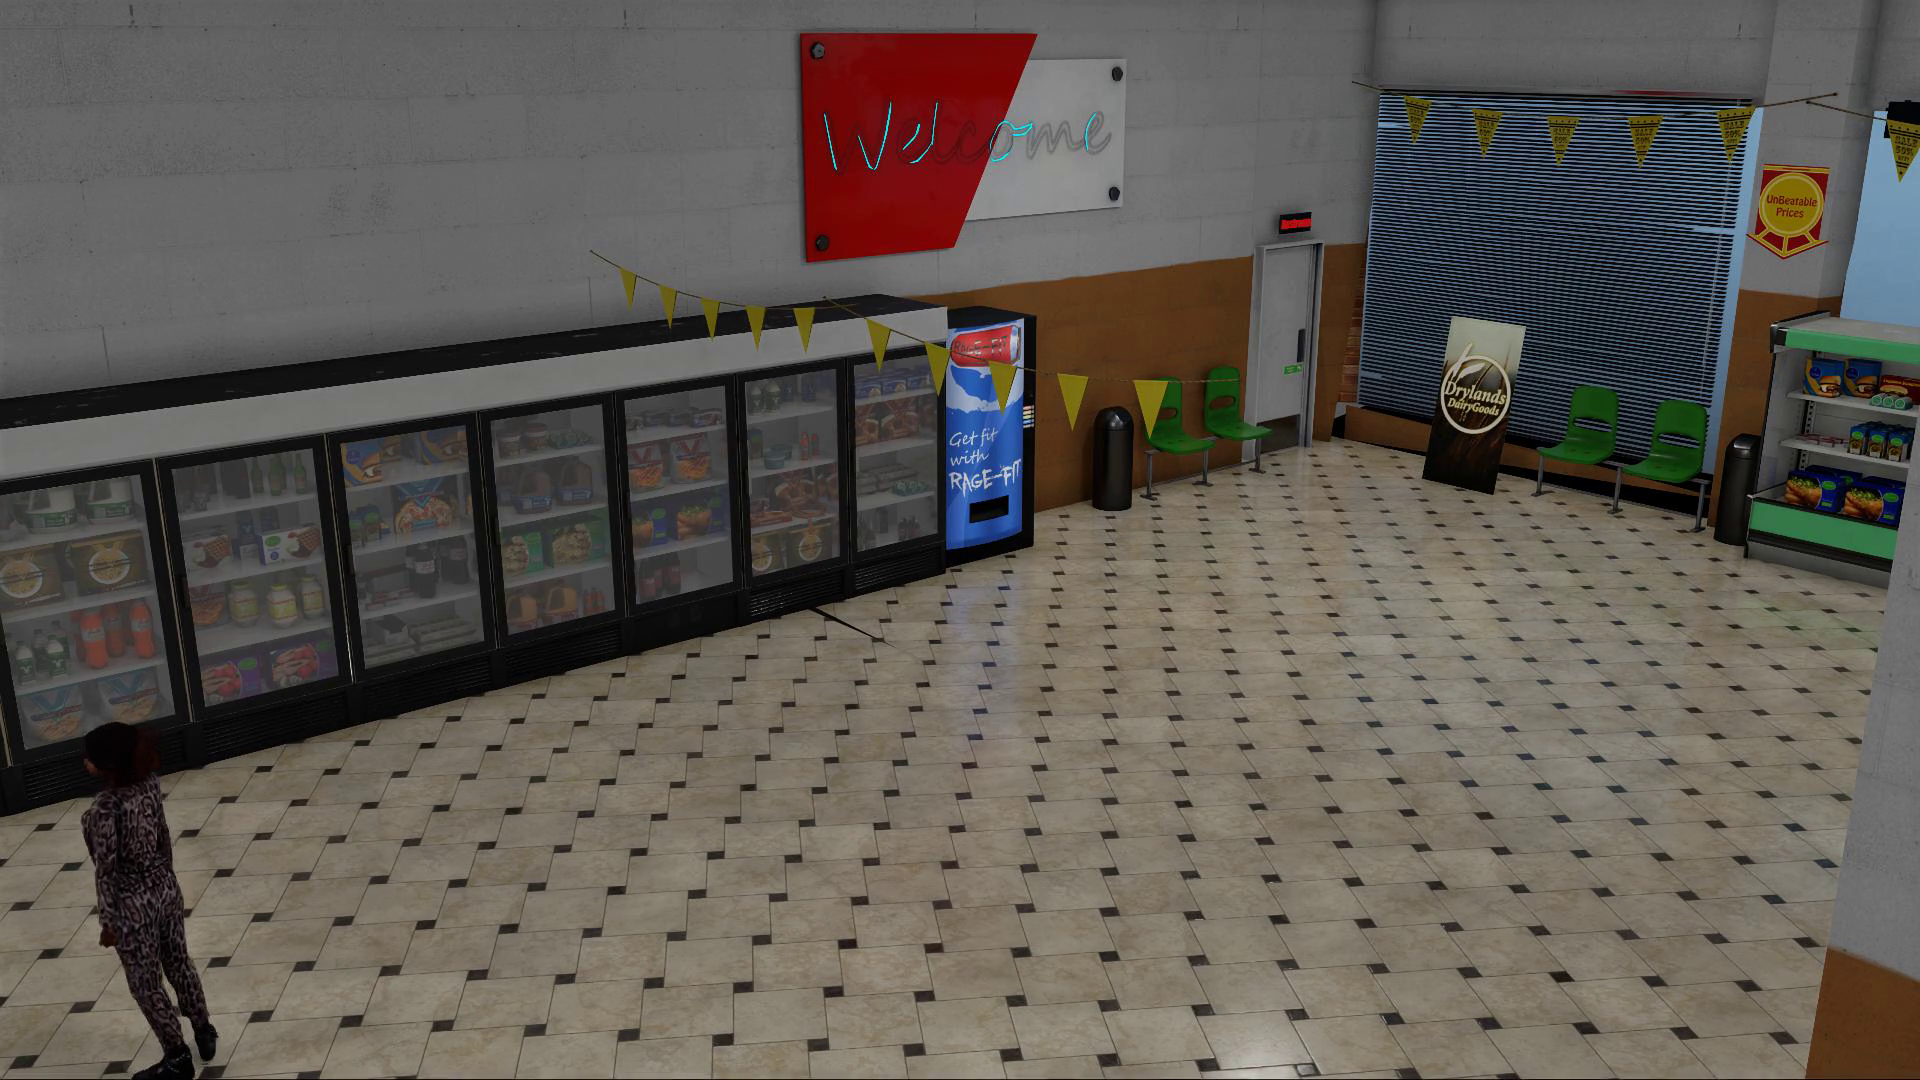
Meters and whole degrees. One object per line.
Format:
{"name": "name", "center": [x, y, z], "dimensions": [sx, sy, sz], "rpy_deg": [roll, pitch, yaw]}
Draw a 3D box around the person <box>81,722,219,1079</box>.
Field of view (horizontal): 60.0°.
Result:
{"name": "person", "center": [-3.491, 1.554, 7.155], "dimensions": [0.829, 1.708, 0.800], "rpy_deg": [6, 18, 19]}
